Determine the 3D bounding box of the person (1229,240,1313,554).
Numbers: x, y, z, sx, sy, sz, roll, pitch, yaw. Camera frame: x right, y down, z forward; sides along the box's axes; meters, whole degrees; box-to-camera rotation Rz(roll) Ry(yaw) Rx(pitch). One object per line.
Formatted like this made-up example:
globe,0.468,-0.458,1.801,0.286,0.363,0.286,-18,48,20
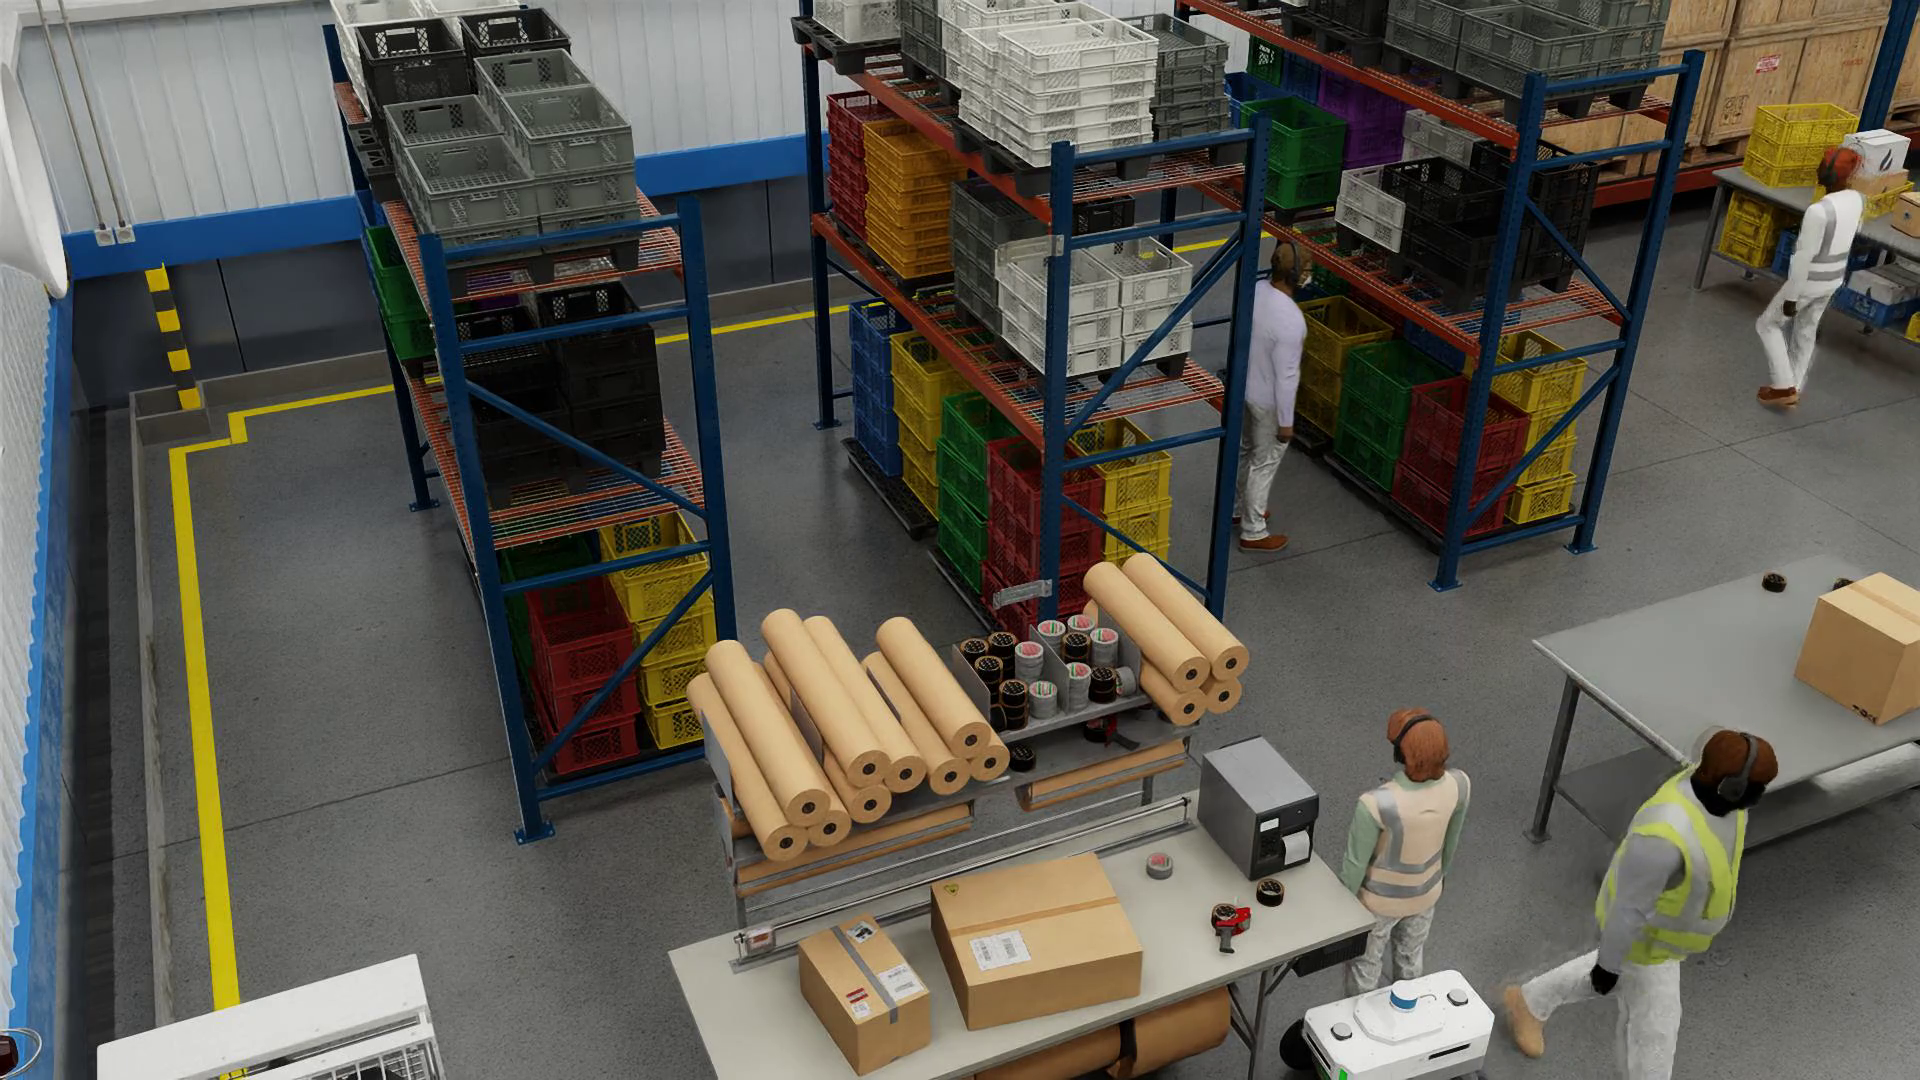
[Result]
person,1.799,-0.829,9.719,0.369,1.932,0.633,-6,32,-9

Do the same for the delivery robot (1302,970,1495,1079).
delivery robot,1.702,1.920,6.472,0.707,0.478,0.477,-10,33,-16

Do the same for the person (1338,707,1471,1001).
person,1.688,1.358,6.450,0.524,1.631,0.317,-13,34,-20

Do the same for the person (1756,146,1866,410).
person,5.751,-1.756,11.280,0.598,1.872,0.411,-17,35,-25

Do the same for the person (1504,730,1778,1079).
person,2.545,1.408,6.224,0.892,1.791,0.680,27,41,36
